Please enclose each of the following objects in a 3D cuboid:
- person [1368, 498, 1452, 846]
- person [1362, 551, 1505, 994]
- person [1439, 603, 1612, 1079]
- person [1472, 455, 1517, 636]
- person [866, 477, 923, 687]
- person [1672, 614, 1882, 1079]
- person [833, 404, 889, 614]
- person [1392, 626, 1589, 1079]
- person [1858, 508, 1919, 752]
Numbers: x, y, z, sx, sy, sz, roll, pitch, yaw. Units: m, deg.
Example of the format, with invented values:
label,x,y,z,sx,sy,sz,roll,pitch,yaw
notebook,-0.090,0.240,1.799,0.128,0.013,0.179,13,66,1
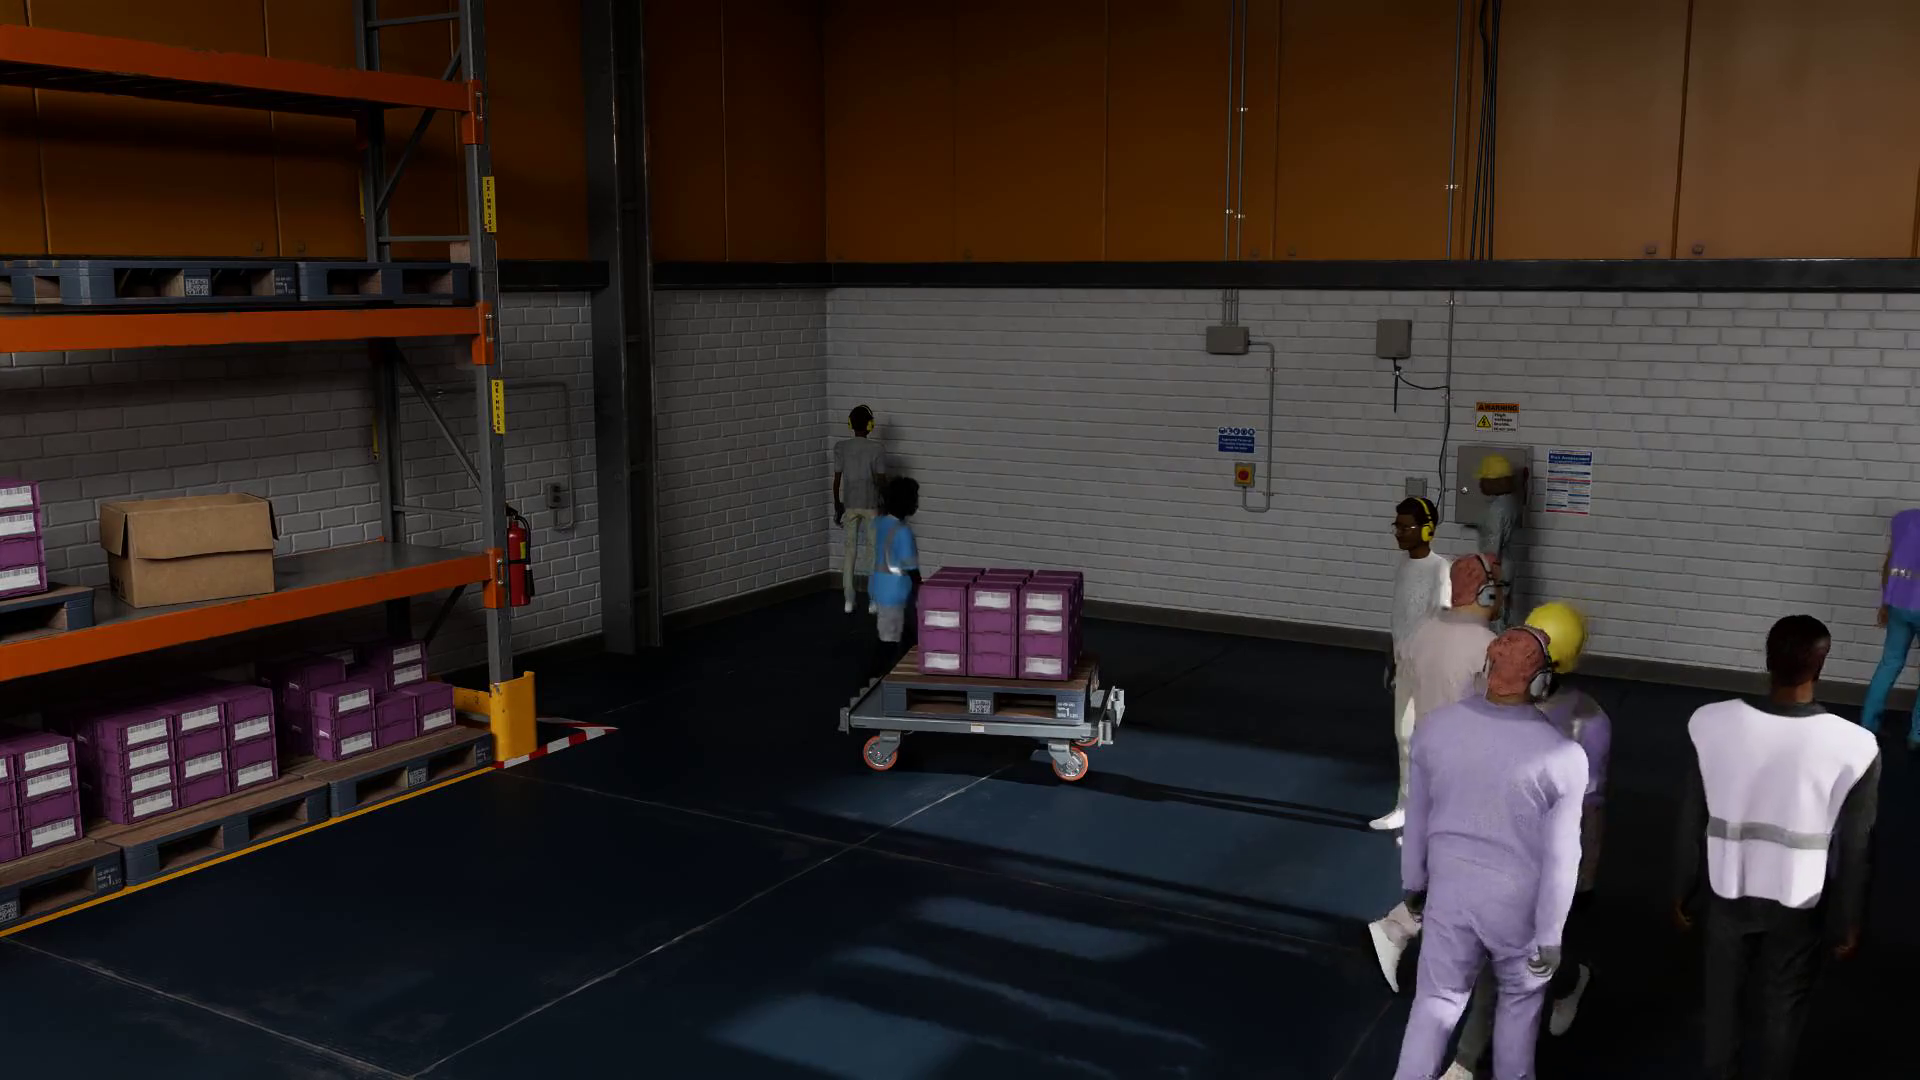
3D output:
label,x,y,z,sx,sy,sz,roll,pitch,yaw
person,2.428,0.692,8.872,0.316,1.861,0.514,-2,9,-15
person,2.068,0.982,6.987,0.733,1.881,0.652,-2,9,-10
person,2.143,1.114,6.183,0.872,1.871,0.623,-5,11,-31
person,3.866,0.257,12.008,0.371,1.727,0.537,5,10,29
person,-0.342,0.394,11.321,0.749,1.658,0.544,-2,9,-14
person,2.748,1.189,5.631,0.612,1.899,0.465,6,11,32
person,-0.876,-0.273,14.858,0.531,1.870,0.316,2,9,12
person,1.761,1.213,5.628,0.647,1.867,0.961,8,12,40
person,6.061,0.463,10.485,0.446,1.805,0.611,-4,10,-24
